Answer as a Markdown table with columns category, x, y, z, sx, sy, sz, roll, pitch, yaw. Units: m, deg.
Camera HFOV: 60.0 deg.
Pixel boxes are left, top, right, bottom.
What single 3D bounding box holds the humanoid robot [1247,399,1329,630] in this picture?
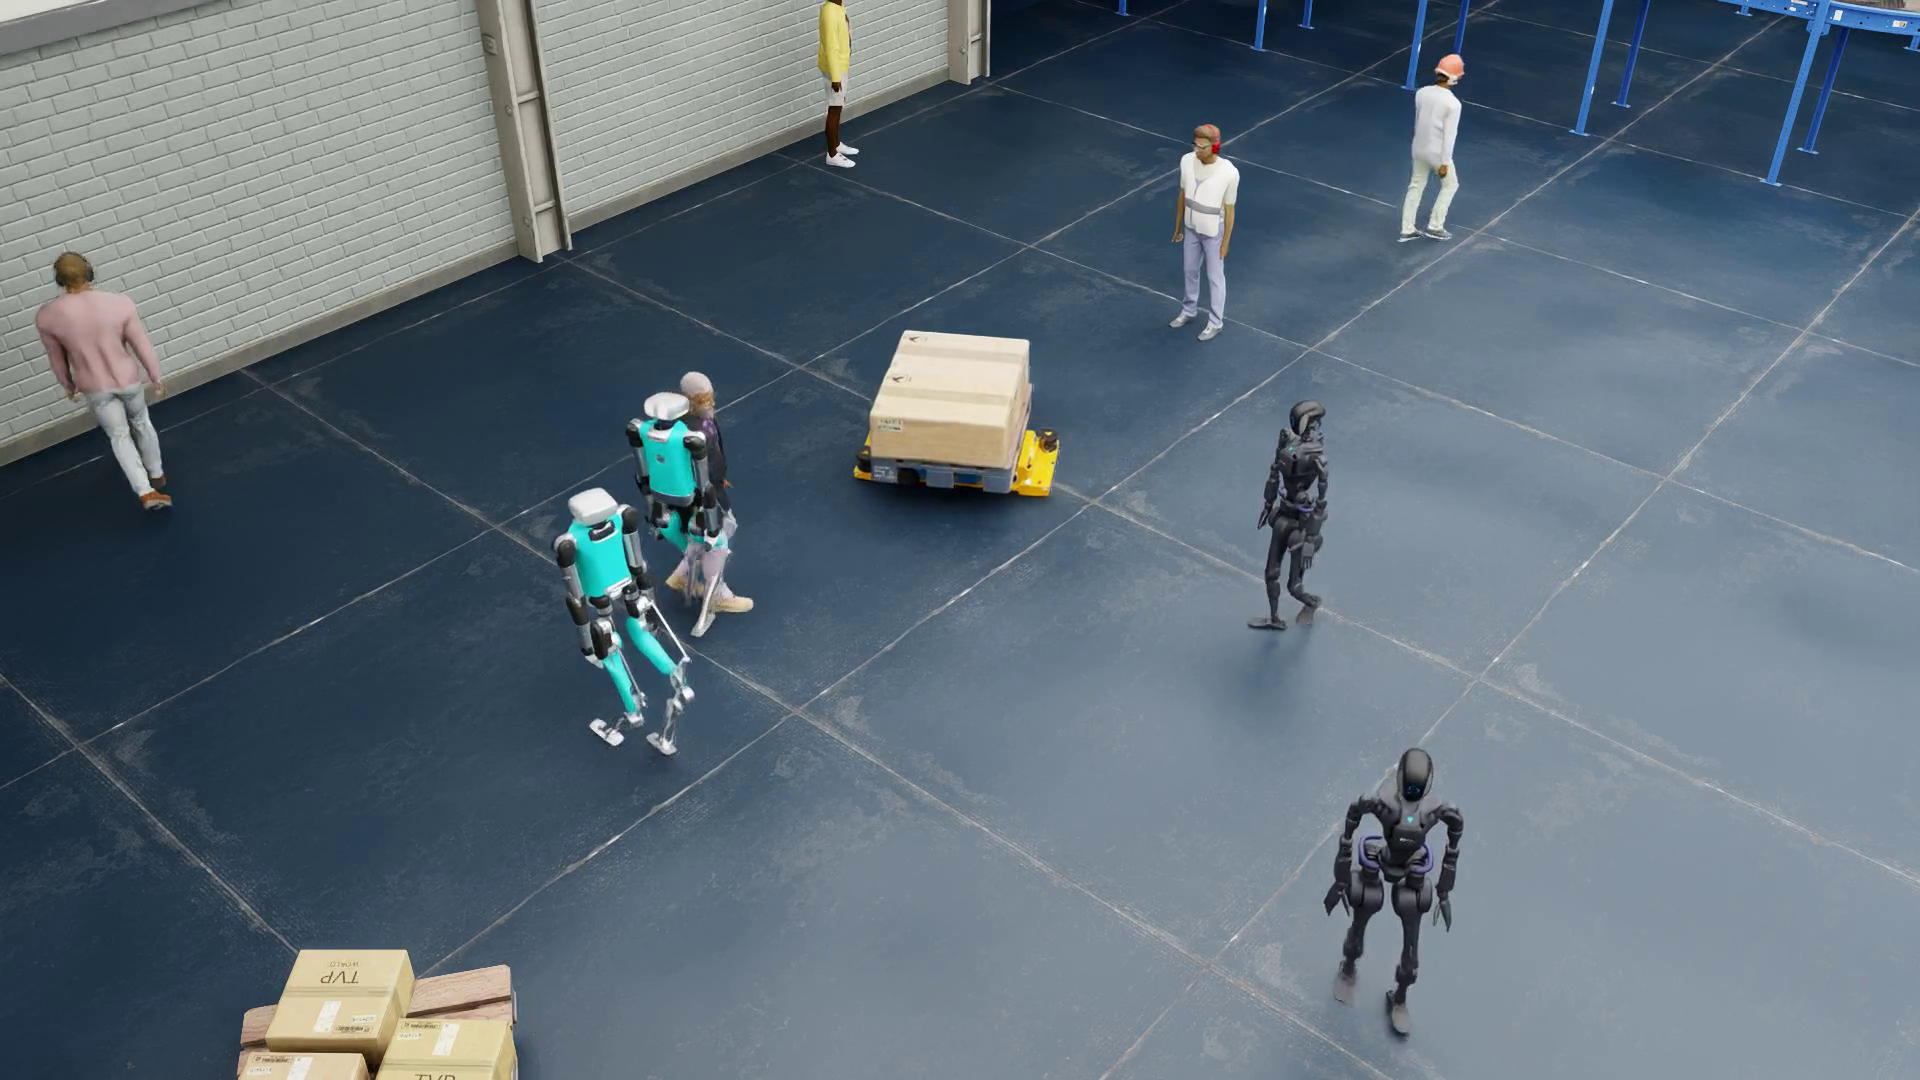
| category | x | y | z | sx | sy | sz | roll | pitch | yaw |
| --- | --- | --- | --- | --- | --- | --- | --- | --- | --- |
| humanoid robot | 2.120 | -0.132 | 10.381 | 0.488 | 1.642 | 0.589 | -16 | 38 | -21 |

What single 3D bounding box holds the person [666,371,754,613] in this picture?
| category | x | y | z | sx | sy | sz | roll | pitch | yaw |
| --- | --- | --- | --- | --- | --- | --- | --- | --- | --- |
| person | -1.640 | -0.280 | 10.441 | 0.483 | 1.826 | 0.571 | 1 | 35 | 1 |

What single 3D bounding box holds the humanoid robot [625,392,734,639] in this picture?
| category | x | y | z | sx | sy | sz | roll | pitch | yaw |
| --- | --- | --- | --- | --- | --- | --- | --- | --- | --- |
| humanoid robot | -1.644 | -0.198 | 10.445 | 0.540 | 1.840 | 0.744 | 13 | 38 | 18 |

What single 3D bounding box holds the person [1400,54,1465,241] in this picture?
| category | x | y | z | sx | sy | sz | roll | pitch | yaw |
| --- | --- | --- | --- | --- | --- | --- | --- | --- | --- |
| person | 4.354 | -3.544 | 15.098 | 0.597 | 1.726 | 0.580 | -16 | 38 | -21 |

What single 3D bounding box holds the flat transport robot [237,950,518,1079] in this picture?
| category | x | y | z | sx | sy | sz | roll | pitch | yaw |
| --- | --- | --- | --- | --- | --- | --- | --- | --- | --- |
| flat transport robot | -2.620 | 2.665 | 7.646 | 0.659 | 0.231 | 1.431 | -8 | 36 | -11 |

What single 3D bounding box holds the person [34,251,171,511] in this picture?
| category | x | y | z | sx | sy | sz | roll | pitch | yaw |
| --- | --- | --- | --- | --- | --- | --- | --- | --- | --- |
| person | -5.851 | -1.063 | 11.487 | 0.658 | 1.894 | 0.772 | -19 | 40 | -25 |

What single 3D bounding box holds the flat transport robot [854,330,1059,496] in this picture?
| category | x | y | z | sx | sy | sz | roll | pitch | yaw |
| --- | --- | --- | --- | --- | --- | --- | --- | --- | --- |
| flat transport robot | -0.018 | -0.628 | 12.269 | 1.431 | 0.231 | 0.659 | 5 | 36 | 8 |

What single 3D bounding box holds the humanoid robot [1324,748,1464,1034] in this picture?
| category | x | y | z | sx | sy | sz | roll | pitch | yaw |
| --- | --- | --- | --- | --- | --- | --- | --- | --- | --- |
| humanoid robot | 2.050 | 1.636 | 7.880 | 0.600 | 1.653 | 0.460 | 4 | 36 | 6 |

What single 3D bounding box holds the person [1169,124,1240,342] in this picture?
| category | x | y | z | sx | sy | sz | roll | pitch | yaw |
| --- | --- | --- | --- | --- | --- | --- | --- | --- | --- |
| person | 2.009 | -2.526 | 13.588 | 0.399 | 1.834 | 0.559 | -28 | 44 | -33 |

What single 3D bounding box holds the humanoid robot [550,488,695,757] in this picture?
| category | x | y | z | sx | sy | sz | roll | pitch | yaw |
| --- | --- | --- | --- | --- | --- | --- | --- | --- | --- |
| humanoid robot | -1.829 | 0.557 | 9.340 | 0.952 | 1.754 | 0.539 | 29 | 45 | 34 |

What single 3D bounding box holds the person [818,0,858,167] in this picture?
| category | x | y | z | sx | sy | sz | roll | pitch | yaw |
| --- | --- | --- | --- | --- | --- | --- | --- | --- | --- |
| person | -1.230 | -4.690 | 16.568 | 0.355 | 1.897 | 0.555 | 2 | 36 | 3 |
